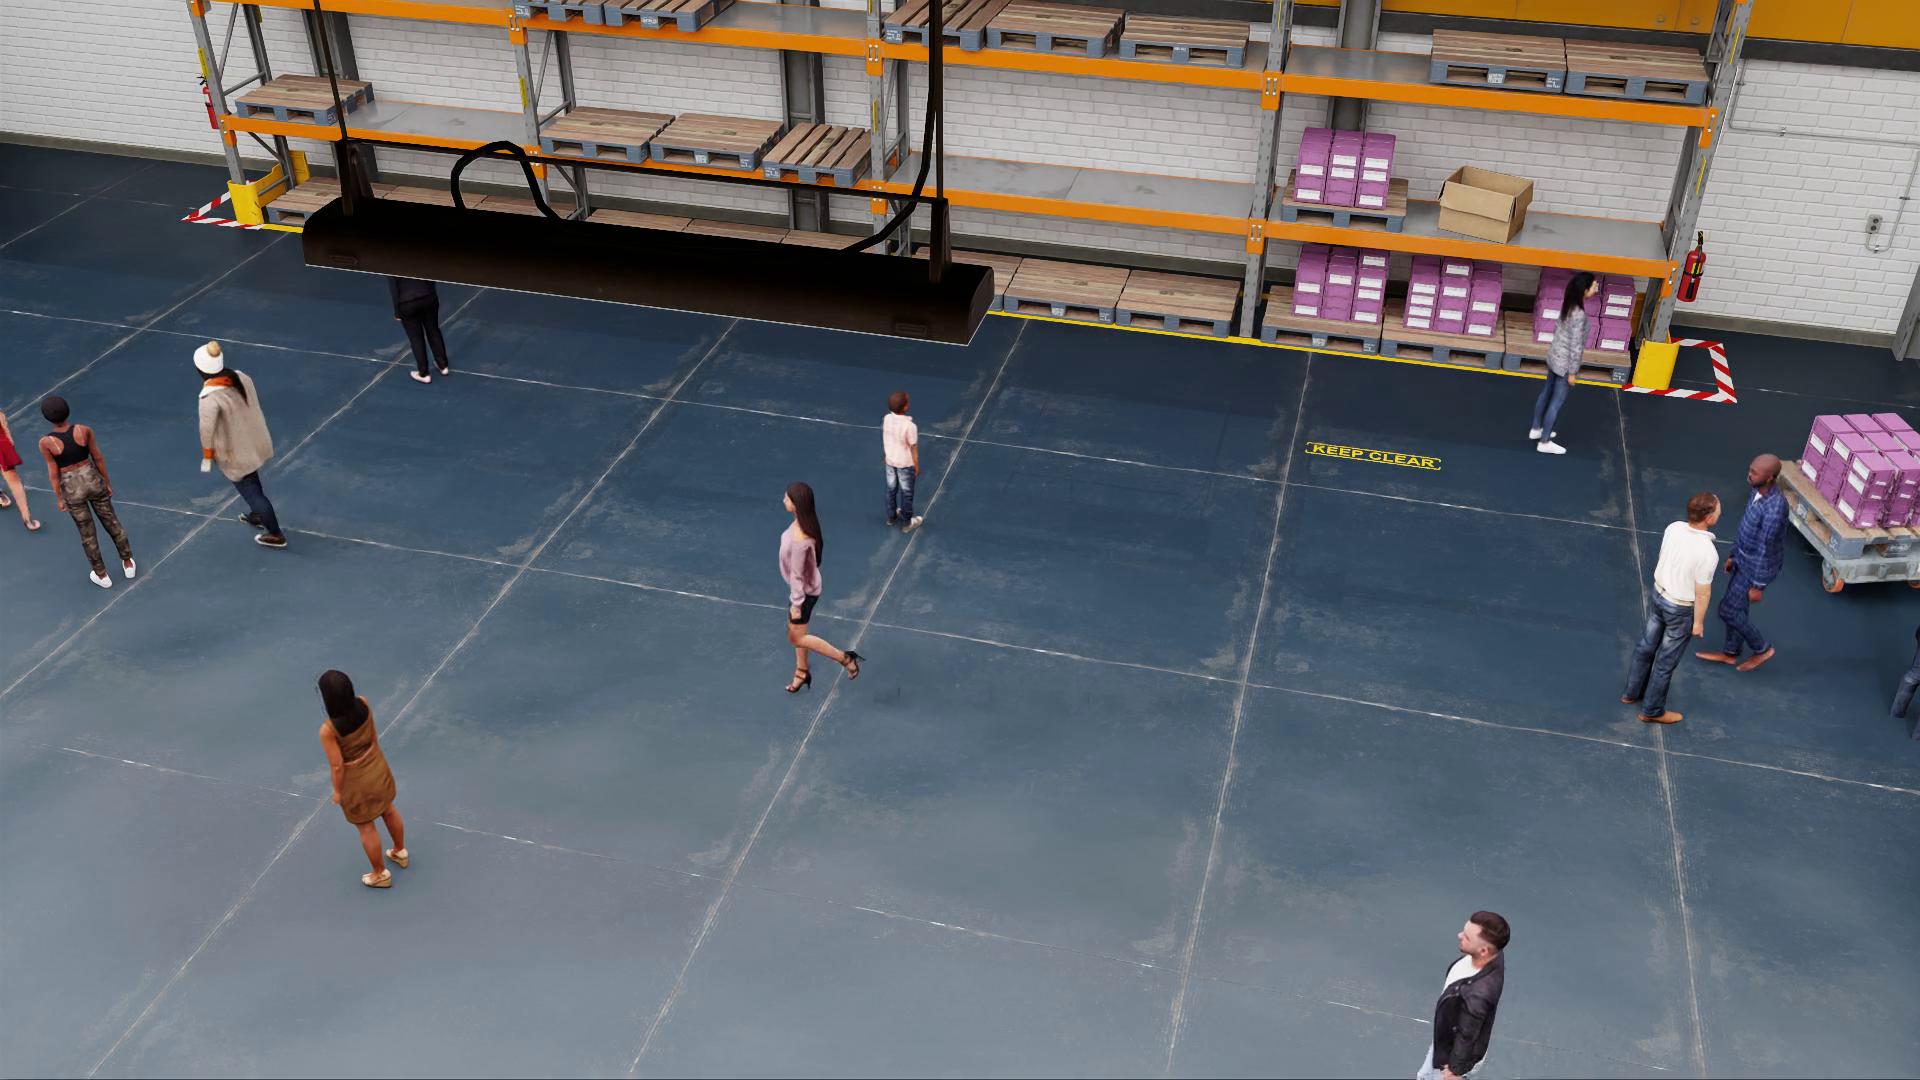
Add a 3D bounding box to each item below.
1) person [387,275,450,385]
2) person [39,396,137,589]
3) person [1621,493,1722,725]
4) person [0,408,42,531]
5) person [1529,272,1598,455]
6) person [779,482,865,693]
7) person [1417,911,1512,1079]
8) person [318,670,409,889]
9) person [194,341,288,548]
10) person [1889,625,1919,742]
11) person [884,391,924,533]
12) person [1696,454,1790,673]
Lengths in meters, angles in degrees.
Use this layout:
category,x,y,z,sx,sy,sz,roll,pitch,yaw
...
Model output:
category,x,y,z,sx,sy,sz,roll,pitch,yaw
person,-5.319,-2.314,16.263,0.774,1.615,0.759,26,42,33
person,-7.012,-0.396,13.302,0.658,1.699,0.677,-27,42,-34
person,5.083,0.466,11.864,0.741,1.856,0.752,-7,34,-10
person,-8.290,-0.854,14.156,0.912,1.516,1.141,-29,43,-36
person,5.493,-1.637,15.139,0.610,1.732,0.671,0,34,0
person,-1.054,0.394,12.024,0.913,1.798,0.759,0,34,0
person,2.660,2.654,8.610,1.044,1.814,0.726,13,36,18
person,-3.764,1.496,10.464,0.549,1.690,0.592,14,36,20
person,-5.860,-0.771,13.712,0.830,1.869,0.693,8,34,12
person,7.002,0.760,11.808,0.714,1.782,0.807,-4,34,-6
person,-0.515,-0.679,14.081,0.509,1.308,0.608,21,39,29
person,5.964,0.194,12.328,0.734,1.794,0.718,4,34,7
